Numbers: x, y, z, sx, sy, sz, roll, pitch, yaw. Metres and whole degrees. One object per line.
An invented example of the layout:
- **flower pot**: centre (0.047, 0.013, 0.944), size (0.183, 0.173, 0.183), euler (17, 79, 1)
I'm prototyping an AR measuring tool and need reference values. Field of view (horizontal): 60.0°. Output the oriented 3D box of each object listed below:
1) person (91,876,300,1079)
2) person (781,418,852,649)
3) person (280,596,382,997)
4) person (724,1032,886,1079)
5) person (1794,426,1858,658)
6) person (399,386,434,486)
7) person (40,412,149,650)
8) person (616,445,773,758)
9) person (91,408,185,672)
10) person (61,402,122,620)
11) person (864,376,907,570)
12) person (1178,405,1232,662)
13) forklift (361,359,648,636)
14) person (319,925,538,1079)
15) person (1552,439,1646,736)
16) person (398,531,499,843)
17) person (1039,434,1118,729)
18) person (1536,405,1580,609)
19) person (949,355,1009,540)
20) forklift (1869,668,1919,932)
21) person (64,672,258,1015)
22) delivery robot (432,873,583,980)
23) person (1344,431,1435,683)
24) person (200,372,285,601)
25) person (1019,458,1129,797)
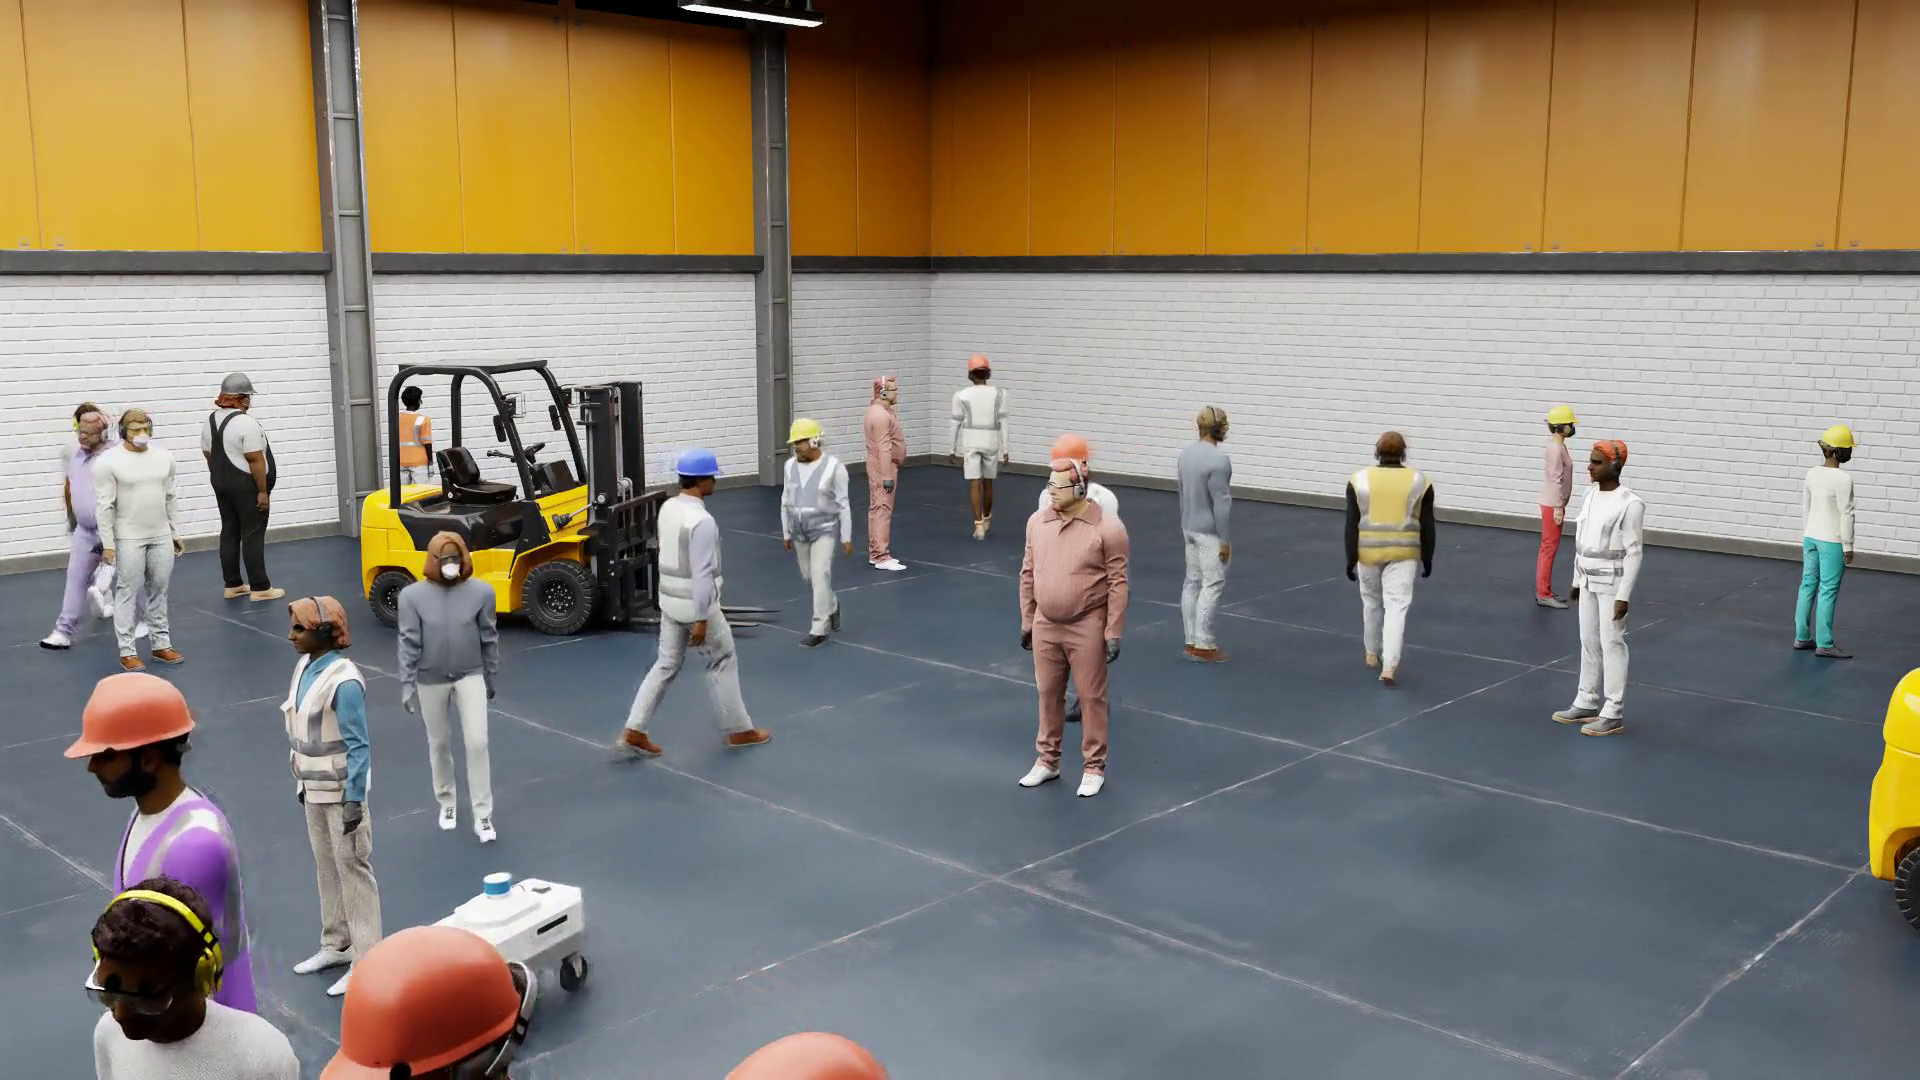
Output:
- **person**: centre (-1.519, 1.521, 3.287), size (0.579, 1.808, 0.951), euler (5, 11, 30)
- **person**: centre (-1.115, -0.085, 13.203), size (0.603, 1.798, 0.813), euler (5, 10, 27)
- **person**: centre (-2.572, 1.032, 6.811), size (0.308, 1.639, 0.524), euler (-9, 13, -43)
- **person**: centre (-0.211, 1.607, 2.198), size (0.614, 1.993, 0.395), euler (6, 11, 35)
- **person**: centre (6.628, 0.011, 12.688), size (0.308, 1.769, 0.525), euler (-1, 9, -8)
- **person**: centre (-5.917, -0.820, 18.013), size (0.531, 1.690, 0.319), euler (3, 10, 18)
- **person**: centre (-6.699, -0.078, 12.987), size (0.645, 1.852, 0.971), euler (3, 10, 18)
- **person**: centre (-1.648, 0.375, 10.050), size (0.965, 1.908, 0.602), euler (-7, 12, -38)
- **person**: centre (-6.040, -0.008, 12.275), size (0.354, 1.936, 0.635), euler (6, 11, 31)
- **person**: centre (-7.221, -0.227, 13.912), size (0.521, 1.845, 0.731), euler (-1, 9, -5)
- **person**: centre (-0.730, -0.662, 16.377), size (0.407, 1.910, 0.640), euler (-2, 9, -11)
- **person**: centre (1.861, -0.054, 12.562), size (0.358, 1.940, 0.631), euler (-4, 10, -22)
- **forklift**: centre (-3.850, -0.407, 13.936), size (2.313, 2.155, 1.214), euler (2, 9, 11)
- **person**: centre (-0.712, 1.532, 2.760), size (0.612, 1.968, 0.624), euler (5, 11, 30)
- **person**: centre (4.081, 0.298, 10.571), size (0.354, 1.882, 0.572), euler (-2, 9, -12)
- **person**: centre (-2.623, 0.761, 8.579), size (0.505, 1.609, 0.713), euler (-3, 10, -18)
- **person**: centre (0.756, 0.265, 10.707), size (0.557, 1.906, 0.558), euler (7, 12, 38)
- **person**: centre (5.219, -0.294, 14.549), size (0.301, 1.772, 0.525), euler (3, 10, 18)
- **person**: centre (0.200, -1.027, 18.313), size (0.632, 2.003, 0.863), euler (-1, 9, -8)
- **forklift**: centre (5.205, 0.723, 7.013), size (2.313, 2.155, 1.214), euler (9, 13, 43)
- **person**: centre (-2.082, 1.287, 4.403), size (0.394, 1.922, 0.540), euler (-8, 12, -39)
- **delivery robot**: centre (-1.821, 1.564, 6.580), size (0.477, 0.478, 0.707), euler (5, 10, 26)
- **person**: centre (3.100, 0.110, 12.030), size (0.631, 1.802, 0.978), euler (3, 10, 15)
- **person**: centre (-6.382, -0.482, 14.868), size (0.687, 2.000, 0.538), euler (5, 11, 29)
- **person**: centre (0.611, 0.488, 9.339), size (0.649, 1.904, 0.401), euler (6, 11, 31)
